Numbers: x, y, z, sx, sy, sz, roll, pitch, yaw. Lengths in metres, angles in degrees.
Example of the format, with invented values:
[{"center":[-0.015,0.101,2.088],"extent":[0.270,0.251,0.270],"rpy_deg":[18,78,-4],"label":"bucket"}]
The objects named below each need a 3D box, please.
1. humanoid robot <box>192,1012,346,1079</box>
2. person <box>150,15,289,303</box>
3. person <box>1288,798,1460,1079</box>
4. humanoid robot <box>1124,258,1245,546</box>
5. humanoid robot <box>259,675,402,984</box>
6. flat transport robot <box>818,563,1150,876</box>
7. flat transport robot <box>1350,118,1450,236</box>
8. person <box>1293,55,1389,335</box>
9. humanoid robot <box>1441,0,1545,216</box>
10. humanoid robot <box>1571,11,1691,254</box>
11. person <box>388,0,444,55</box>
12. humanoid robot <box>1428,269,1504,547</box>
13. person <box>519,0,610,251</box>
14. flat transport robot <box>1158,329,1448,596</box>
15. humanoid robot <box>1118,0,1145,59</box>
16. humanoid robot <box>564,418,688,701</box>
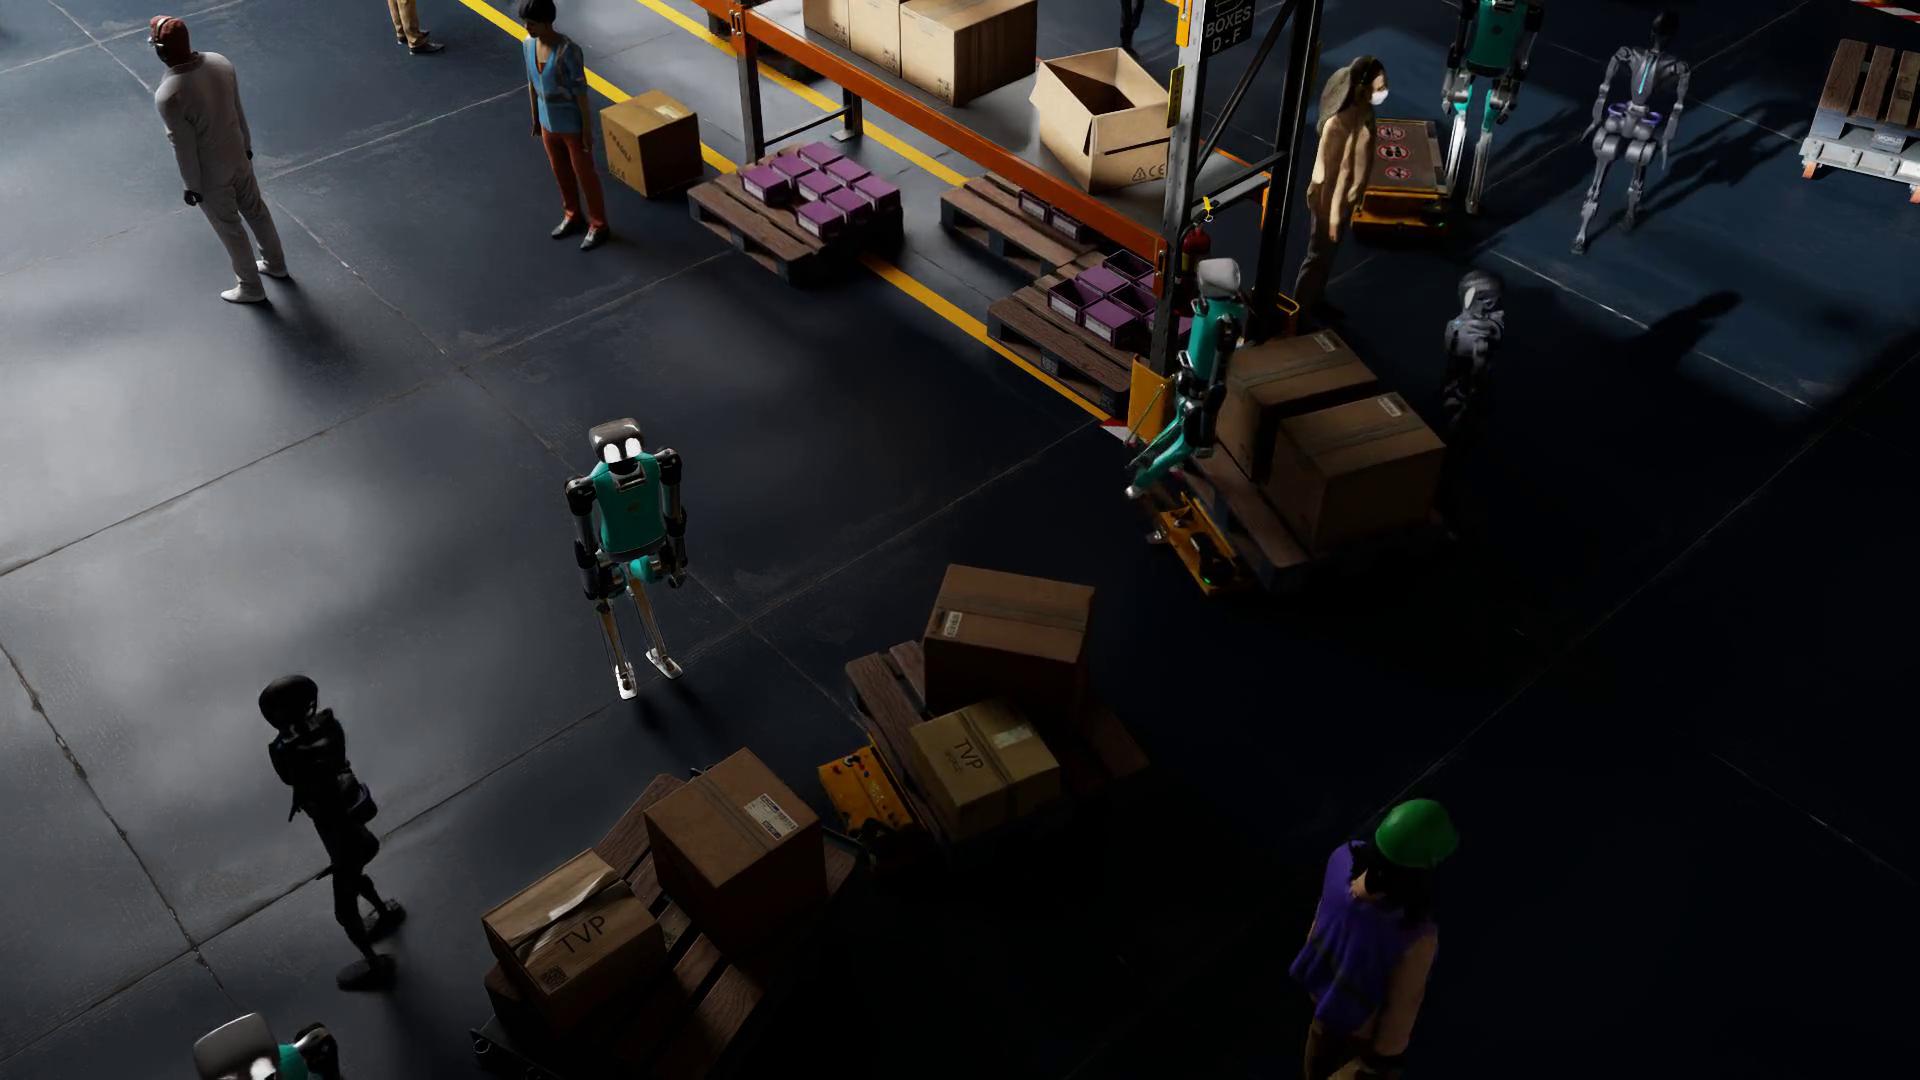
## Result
[{"center":[-2.423,2.087,5.819],"extent":[0.834,1.870,0.548],"rpy_deg":[34,52,31],"label":"humanoid robot"},{"center":[-4.707,-2.381,10.476],"extent":[0.404,1.906,0.648],"rpy_deg":[11,44,12],"label":"person"},{"center":[1.456,1.638,6.089],"extent":[0.510,1.919,0.577],"rpy_deg":[-14,44,-14],"label":"person"},{"center":[1.082,-0.658,8.724],"extent":[0.667,1.786,0.552],"rpy_deg":[-4,43,-4],"label":"humanoid robot"},{"center":[-2.619,1.148,6.801],"extent":[0.416,1.644,0.586],"rpy_deg":[-30,50,-29],"label":"humanoid robot"},{"center":[0.102,1.058,7.944],"extent":[1.431,0.231,0.659],"rpy_deg":[-19,46,-19],"label":"flat transport robot"},{"center":[3.121,-2.660,11.988],"extent":[0.659,0.231,1.431],"rpy_deg":[4,43,5],"label":"flat transport robot"},{"center":[2.308,-2.097,10.202],"extent":[0.391,1.868,0.556],"rpy_deg":[20,46,20],"label":"person"},{"center":[3.590,-3.136,11.383],"extent":[0.546,1.752,0.677],"rpy_deg":[14,44,14],"label":"humanoid robot"},{"center":[4.449,-2.723,11.041],"extent":[0.583,1.637,0.653],"rpy_deg":[22,47,22],"label":"humanoid robot"},{"center":[-4.457,-4.716,13.127],"extent":[0.329,1.750,0.571],"rpy_deg":[-25,48,-24],"label":"person"},{"center":[2.693,-0.728,8.844],"extent":[0.387,1.637,0.589],"rpy_deg":[2,43,2],"label":"humanoid robot"},{"center":[-2.636,-2.764,11.002],"extent":[0.500,1.759,0.334],"rpy_deg":[21,47,21],"label":"person"},{"center":[1.877,-0.121,9.226],"extent":[1.431,0.231,0.659],"rpy_deg":[-14,44,-15],"label":"flat transport robot"},{"center":[1.401,-4.470,12.927],"extent":[0.600,1.640,0.589],"rpy_deg":[-15,45,-15],"label":"humanoid robot"},{"center":[-1.611,0.013,7.898],"extent":[0.533,1.677,0.735],"rpy_deg":[-21,47,-22],"label":"humanoid robot"}]
